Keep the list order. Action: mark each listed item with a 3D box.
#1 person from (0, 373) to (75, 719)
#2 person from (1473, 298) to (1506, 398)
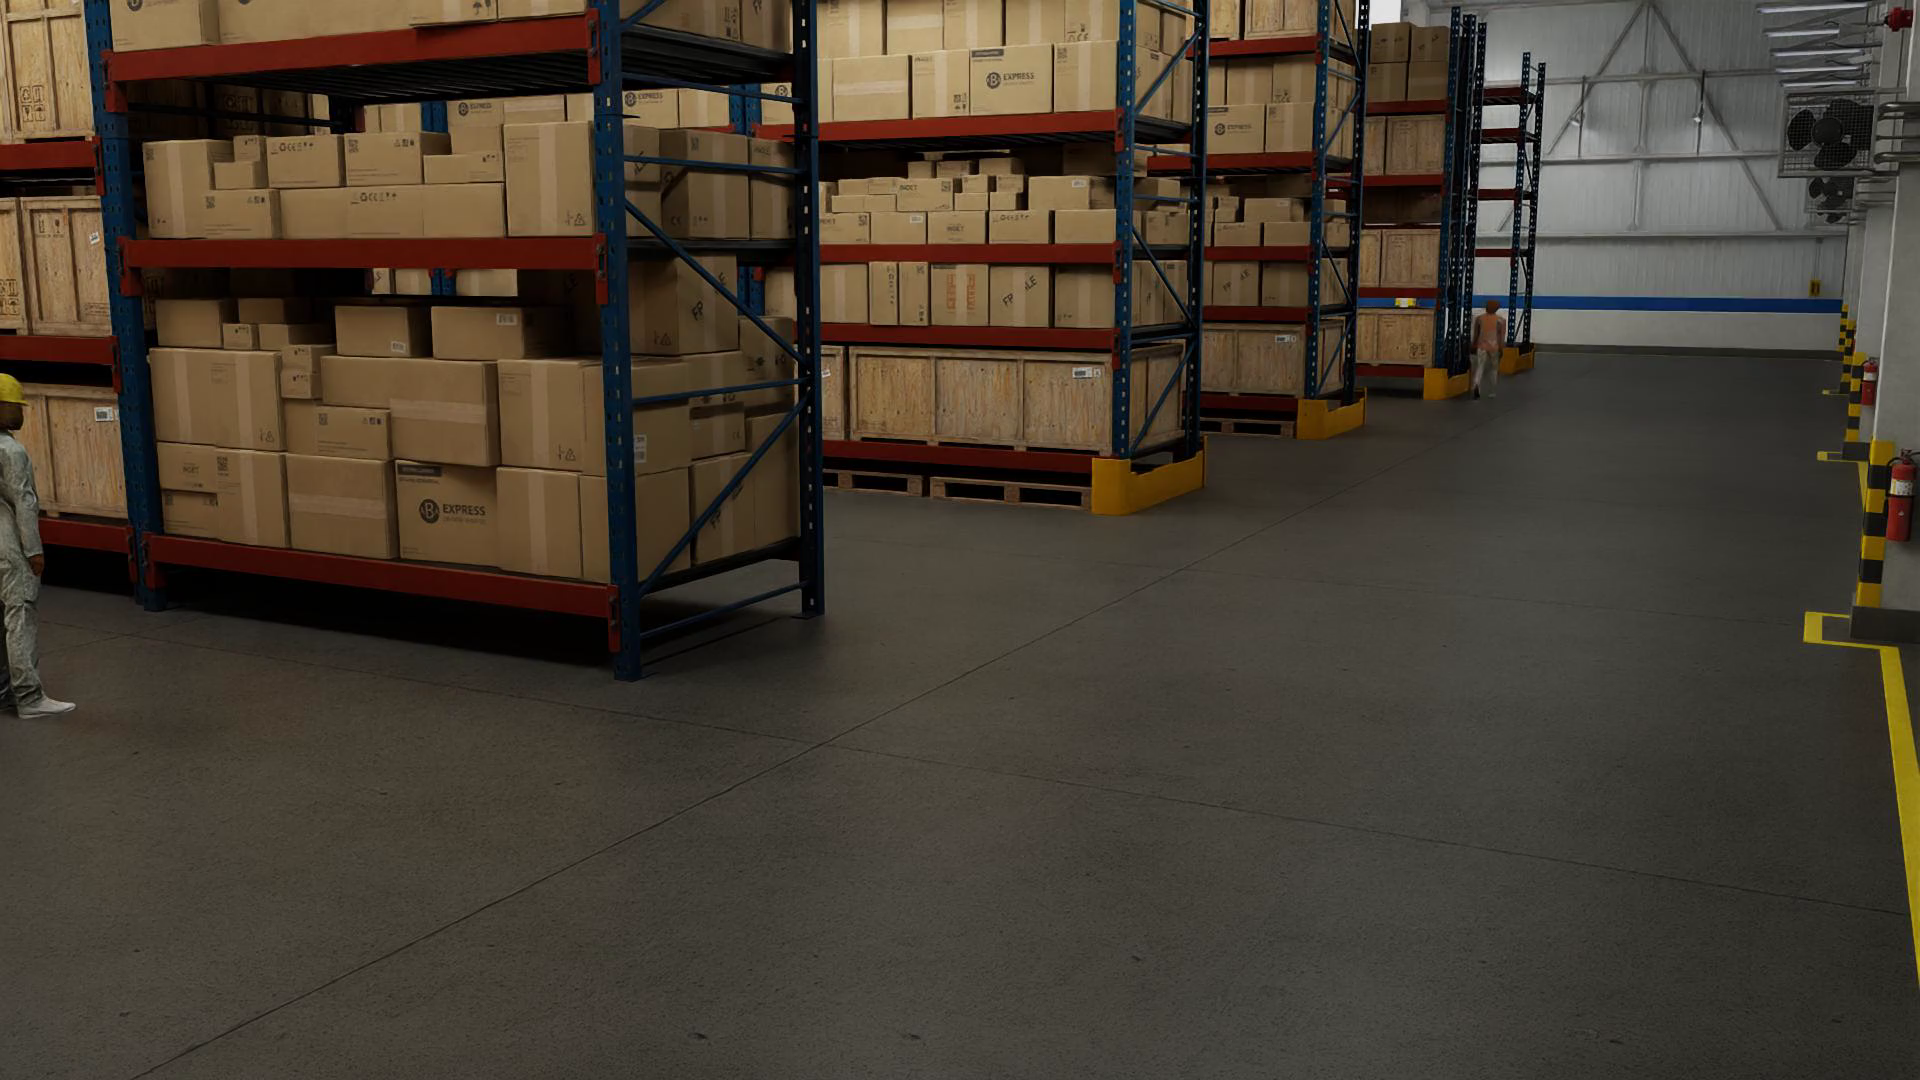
[{"bbox_3d":[-4.781,0.031,8.377,0.484,1.738,0.305,5,11,27],"label":"person"},{"bbox_3d":[8.457,-3.064,26.635,0.515,1.618,0.723,5,11,26],"label":"person"}]
